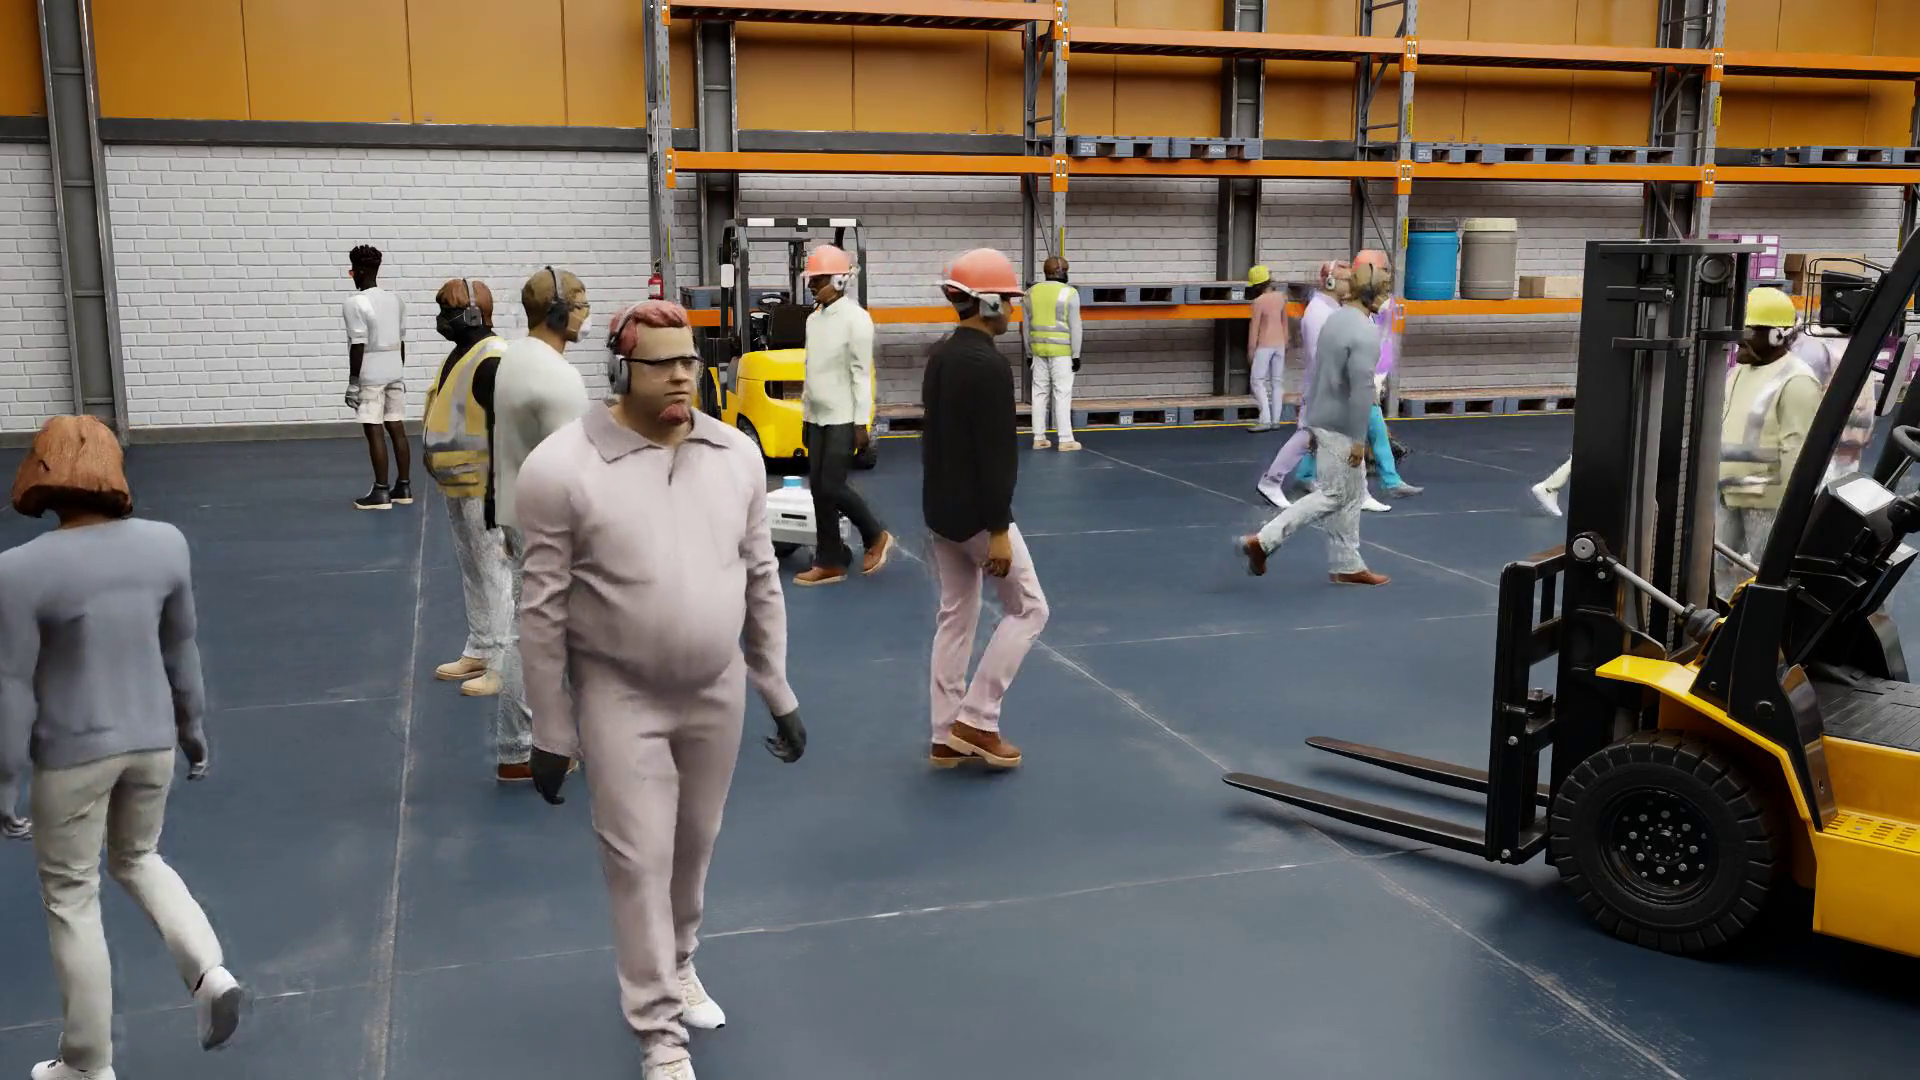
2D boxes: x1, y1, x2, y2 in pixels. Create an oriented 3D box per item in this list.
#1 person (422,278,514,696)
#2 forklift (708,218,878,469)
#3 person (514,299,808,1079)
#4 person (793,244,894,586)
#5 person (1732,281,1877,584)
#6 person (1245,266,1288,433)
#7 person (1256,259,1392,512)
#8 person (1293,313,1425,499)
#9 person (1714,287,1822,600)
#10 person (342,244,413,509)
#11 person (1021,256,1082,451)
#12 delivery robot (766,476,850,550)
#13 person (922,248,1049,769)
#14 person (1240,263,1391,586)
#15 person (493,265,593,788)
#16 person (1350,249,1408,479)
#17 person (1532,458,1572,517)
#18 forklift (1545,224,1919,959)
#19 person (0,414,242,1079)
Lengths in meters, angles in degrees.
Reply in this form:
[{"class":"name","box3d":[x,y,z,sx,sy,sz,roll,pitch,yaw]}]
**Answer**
[{"class":"person","box3d":[-2.164,-0.238,7.425,0.429,1.843,0.630,-7,12,-34]},{"class":"forklift","box3d":[-1.522,-1.778,14.899,1.214,2.155,2.313,-3,11,-17]},{"class":"person","box3d":[-0.690,0.368,4.025,0.675,1.899,0.622,-8,13,-36]},{"class":"person","box3d":[-0.708,-0.709,9.625,0.490,1.977,0.645,-8,13,-37]},{"class":"person","box3d":[4.468,-0.463,8.704,0.662,1.821,0.556,-8,13,-38]},{"class":"person","box3d":[3.206,-1.980,17.319,0.646,1.725,0.324,-8,13,-37]},{"class":"person","box3d":[2.683,-1.137,12.303,0.980,1.865,0.657,6,12,29]},{"class":"person","box3d":[3.086,-1.210,12.918,1.025,1.784,0.577,6,12,30]},{"class":"person","box3d":[3.651,-0.232,7.501,0.812,1.808,0.599,-1,10,-5]},{"class":"person","box3d":[-4.363,-1.213,12.424,0.367,1.964,0.609,4,11,20]},{"class":"person","box3d":[0.891,-1.765,15.805,0.624,1.841,0.430,7,13,35]},{"class":"delivery robot","box3d":[-1.028,-0.148,10.205,0.707,0.478,0.477,6,12,28]},{"class":"person","box3d":[0.078,-0.096,6.269,0.473,1.974,0.655,-5,11,-25]},{"class":"person","box3d":[2.057,-0.633,9.498,0.843,1.894,0.642,-1,10,-5]},{"class":"person","box3d":[-1.387,-0.045,6.163,0.830,1.910,0.662,-5,12,-26]},{"class":"person","box3d":[3.445,-1.453,13.883,0.478,1.917,0.551,2,11,12]},{"class":"person","box3d":[4.604,-1.040,11.864,0.884,1.838,0.522,3,11,14]},{"class":"forklift","box3d":[2.909,0.117,4.508,2.313,2.155,1.214,9,14,40]},{"class":"person","box3d":[-1.982,0.515,3.897,0.450,1.609,0.560,6,12,29]}]
